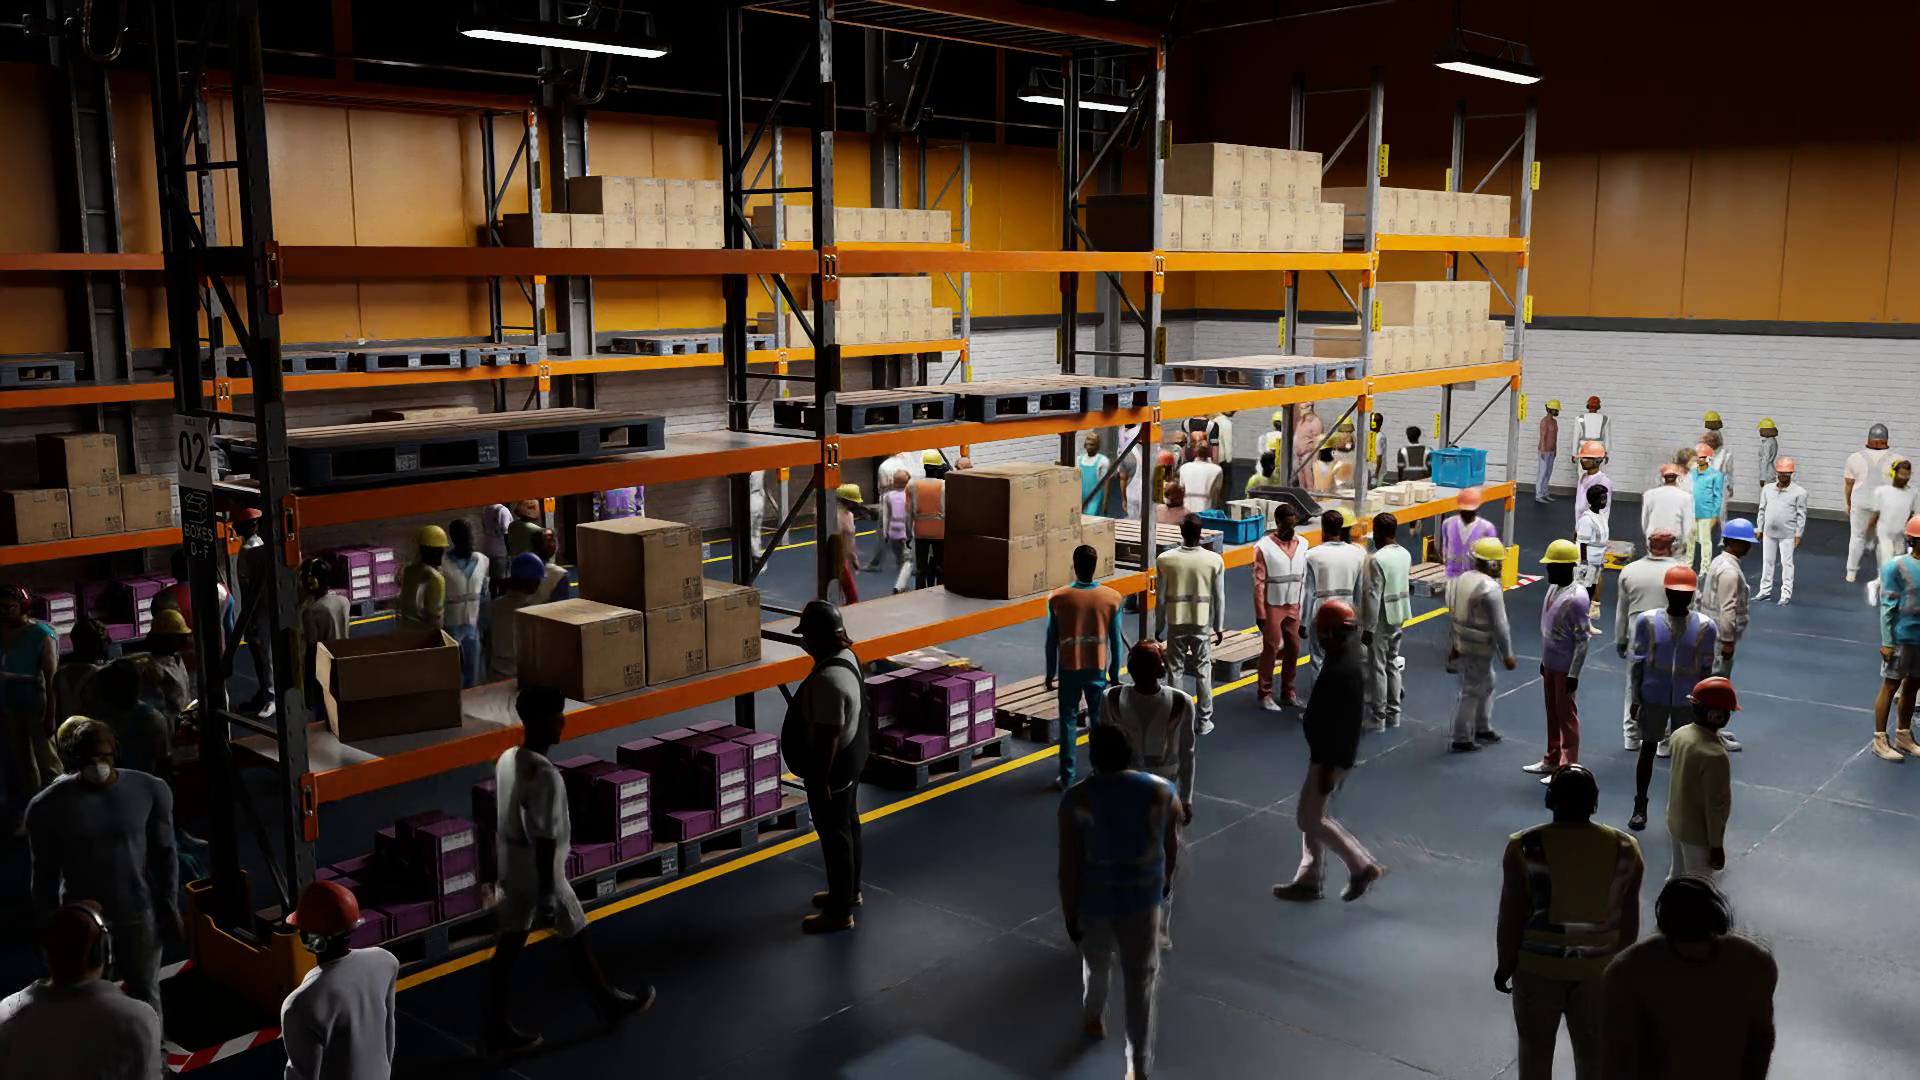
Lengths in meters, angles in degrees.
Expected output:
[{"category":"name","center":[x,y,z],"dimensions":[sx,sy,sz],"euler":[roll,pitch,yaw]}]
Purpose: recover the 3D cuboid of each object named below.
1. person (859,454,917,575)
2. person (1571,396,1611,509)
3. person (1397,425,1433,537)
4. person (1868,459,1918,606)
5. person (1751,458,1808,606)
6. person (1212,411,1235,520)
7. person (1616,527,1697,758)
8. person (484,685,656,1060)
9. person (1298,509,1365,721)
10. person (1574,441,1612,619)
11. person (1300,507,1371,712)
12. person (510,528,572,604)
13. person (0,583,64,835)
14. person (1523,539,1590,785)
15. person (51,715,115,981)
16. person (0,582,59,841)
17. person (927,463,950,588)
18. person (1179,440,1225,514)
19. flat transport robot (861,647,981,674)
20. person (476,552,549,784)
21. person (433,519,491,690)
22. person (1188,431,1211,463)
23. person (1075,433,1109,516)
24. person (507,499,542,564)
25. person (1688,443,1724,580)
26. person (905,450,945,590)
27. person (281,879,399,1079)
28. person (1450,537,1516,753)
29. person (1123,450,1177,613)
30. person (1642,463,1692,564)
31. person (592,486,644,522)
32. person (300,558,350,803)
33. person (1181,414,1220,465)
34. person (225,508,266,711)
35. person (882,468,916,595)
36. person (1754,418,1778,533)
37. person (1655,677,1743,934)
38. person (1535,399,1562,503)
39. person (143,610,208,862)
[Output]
[{"category":"person","center":[-0.864,-0.424,21.581],"dimensions":[0.963,1.791,0.576],"euler":[5,11,28]},{"category":"person","center":[10.314,-1.415,27.197],"dimensions":[0.585,1.882,0.340],"euler":[2,10,12]},{"category":"person","center":[6.678,-0.844,24.395],"dimensions":[0.544,1.675,0.660],"euler":[2,10,13]},{"category":"person","center":[10.677,-0.032,19.104],"dimensions":[0.518,1.840,0.732],"euler":[0,10,0]},{"category":"person","center":[9.741,-0.108,19.770],"dimensions":[0.318,1.755,0.570],"euler":[-7,12,-35]},{"category":"person","center":[4.101,-1.255,25.970],"dimensions":[0.436,1.981,0.693],"euler":[-2,10,-14]},{"category":"person","center":[5.749,0.837,13.728],"dimensions":[0.395,1.900,0.656],"euler":[-9,13,-42]},{"category":"person","center":[-2.076,1.678,8.605],"dimensions":[0.960,1.919,0.635],"euler":[-8,12,-39]},{"category":"person","center":[3.259,0.686,14.595],"dimensions":[0.597,1.909,0.405],"euler":[-3,10,-17]},{"category":"person","center":[7.153,-0.112,18.944],"dimensions":[0.377,2.045,0.605],"euler":[-1,10,-5]},{"category":"person","center":[3.498,0.629,15.053],"dimensions":[0.920,1.876,0.624],"euler":[-3,10,-15]},{"category":"person","center":[-3.486,0.798,14.159],"dimensions":[0.593,1.821,0.686],"euler":[4,10,25]},{"category":"person","center":[-6.576,1.195,11.762],"dimensions":[0.565,1.838,0.386],"euler":[4,10,21]},{"category":"person","center":[4.667,0.948,12.965],"dimensions":[0.375,1.925,0.595],"euler":[0,10,-3]},{"category":"person","center":[-4.448,1.788,8.581],"dimensions":[0.743,1.716,0.316],"euler":[9,13,43]},{"category":"person","center":[-6.726,1.179,11.952],"dimensions":[0.518,1.821,0.775],"euler":[-4,10,-24]},{"category":"person","center":[-0.225,-0.067,19.709],"dimensions":[0.319,1.697,0.532],"euler":[-7,12,-36]},{"category":"person","center":[3.039,-0.343,20.945],"dimensions":[0.582,1.835,0.429],"euler":[5,11,29]},{"category":"flat transport robot","center":[-0.418,1.219,16.280],"dimensions":[0.652,0.197,1.431],"euler":[-6,11,-32]},{"category":"person","center":[-3.335,1.057,12.333],"dimensions":[0.646,1.918,0.707],"euler":[7,12,37]},{"category":"person","center":[-4.262,0.756,14.215],"dimensions":[0.473,1.901,0.627],"euler":[7,12,35]},{"category":"person","center":[3.109,-0.479,21.620],"dimensions":[0.358,1.882,0.574],"euler":[2,10,14]},{"category":"person","center":[1.677,-0.509,21.975],"dimensions":[0.568,1.812,0.627],"euler":[9,13,44]},{"category":"person","center":[-4.531,0.345,17.470],"dimensions":[0.503,1.622,0.299],"euler":[6,11,32]},{"category":"person","center":[9.468,-0.365,21.316],"dimensions":[0.327,1.752,0.561],"euler":[-6,11,-30]},{"category":"person","center":[-0.332,-0.074,19.064],"dimensions":[0.594,1.925,0.376],"euler":[1,10,6]},{"category":"person","center":[-2.372,2.138,6.362],"dimensions":[0.318,1.756,0.563],"euler":[3,10,19]},{"category":"person","center":[4.383,0.875,13.750],"dimensions":[0.696,1.806,0.591],"euler":[-1,10,-6]},{"category":"person","center":[2.282,-0.090,19.339],"dimensions":[0.981,1.894,0.548],"euler":[-4,10,-23]},{"category":"person","center":[8.259,-0.044,19.465],"dimensions":[0.578,1.721,0.585],"euler":[7,12,35]},{"category":"person","center":[-3.968,-0.123,19.354],"dimensions":[0.594,1.926,0.366],"euler":[-1,10,-8]},{"category":"person","center":[-4.769,1.052,12.545],"dimensions":[0.327,1.862,0.511],"euler":[3,10,18]},{"category":"person","center":[3.683,-1.194,25.464],"dimensions":[0.611,2.030,0.410],"euler":[5,11,27]},{"category":"person","center":[-6.409,0.590,15.106],"dimensions":[0.391,1.928,0.547],"euler":[0,10,0]},{"category":"person","center":[-0.701,-0.041,19.807],"dimensions":[0.516,1.608,0.737],"euler":[4,10,22]},{"category":"person","center":[12.066,-0.961,24.941],"dimensions":[0.321,1.737,0.483],"euler":[7,12,36]},{"category":"person","center":[4.216,1.629,9.455],"dimensions":[0.350,1.743,0.564],"euler":[0,10,2]},{"category":"person","center":[9.959,-1.503,28.115],"dimensions":[0.341,1.758,0.530],"euler":[9,13,43]},{"category":"person","center":[-5.344,1.324,11.307],"dimensions":[0.339,1.735,0.487],"euler":[-1,10,-8]}]
